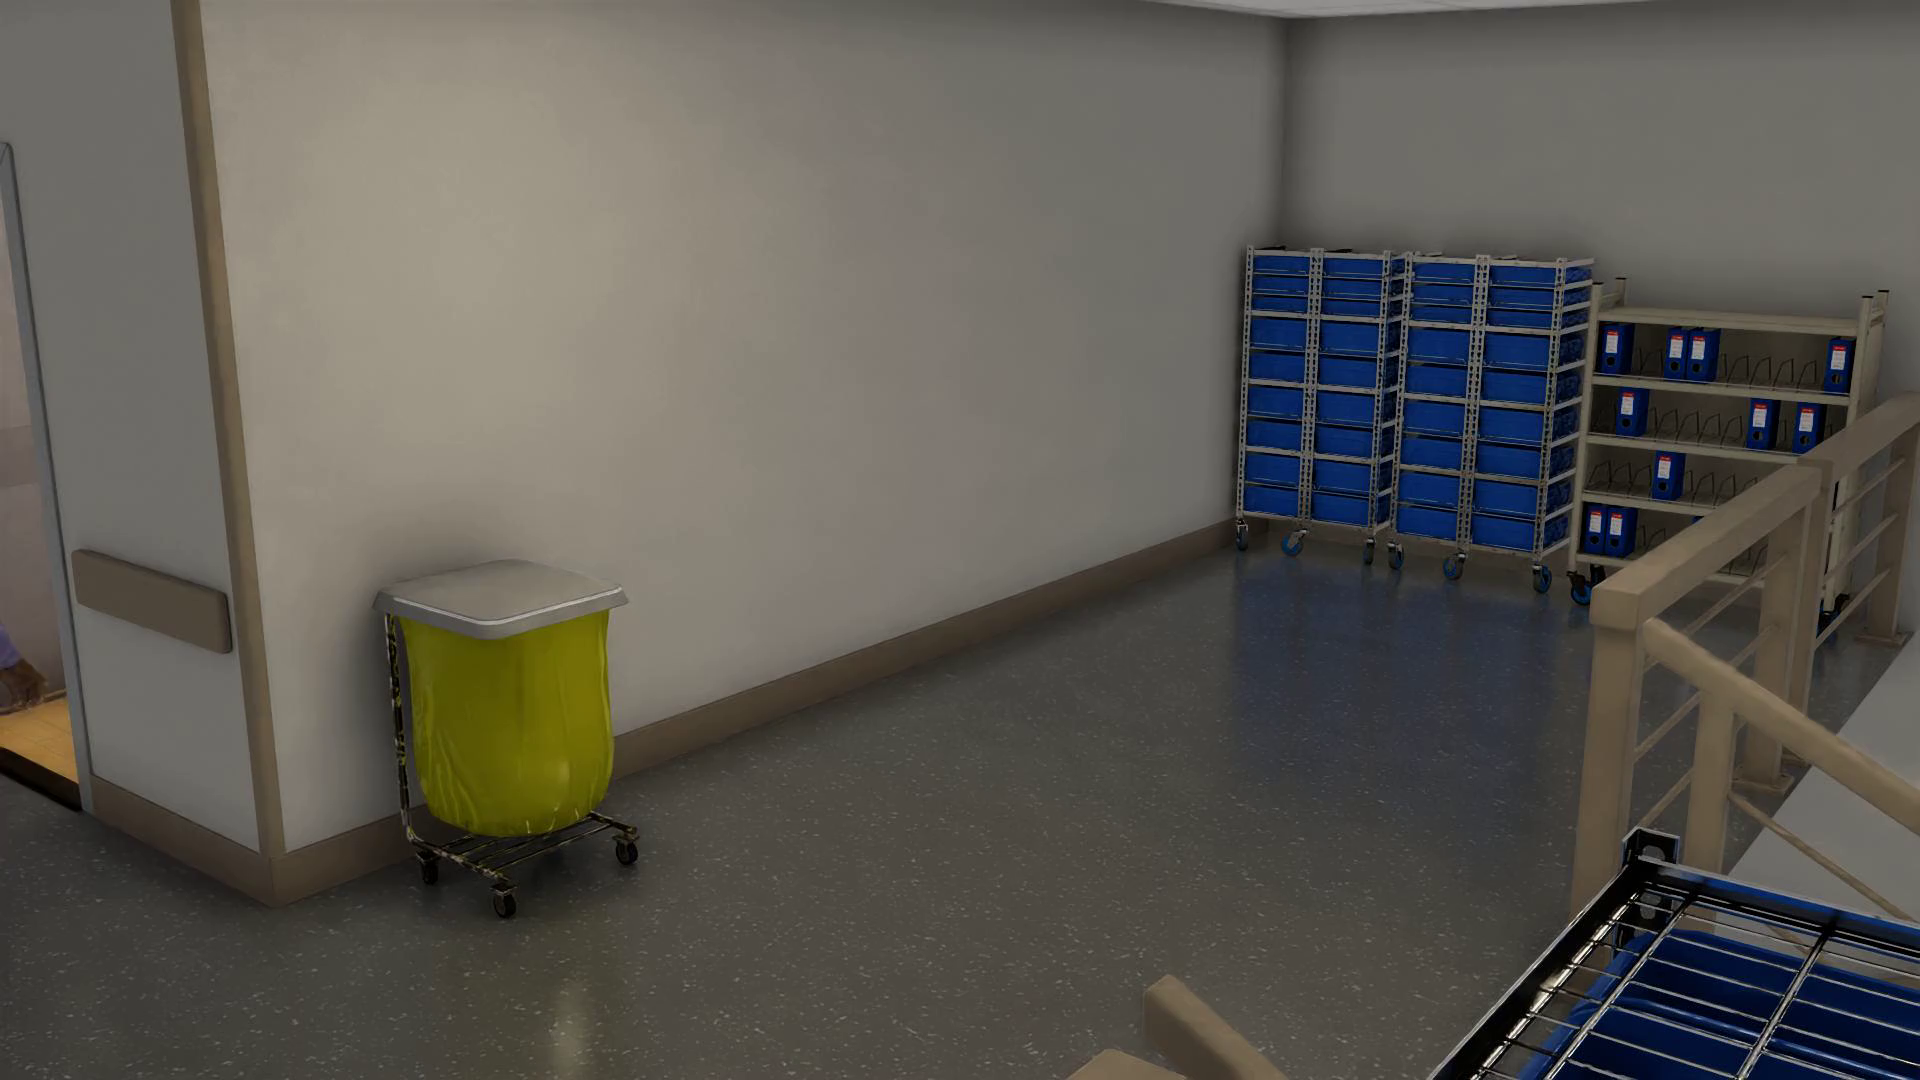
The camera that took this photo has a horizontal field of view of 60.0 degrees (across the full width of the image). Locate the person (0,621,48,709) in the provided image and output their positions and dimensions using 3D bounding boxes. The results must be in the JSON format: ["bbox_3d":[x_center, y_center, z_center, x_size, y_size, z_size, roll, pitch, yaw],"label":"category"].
[{"bbox_3d":[-2.770,0.405,4.199,0.613,1.912,0.639,1,13,2],"label":"person"}]
